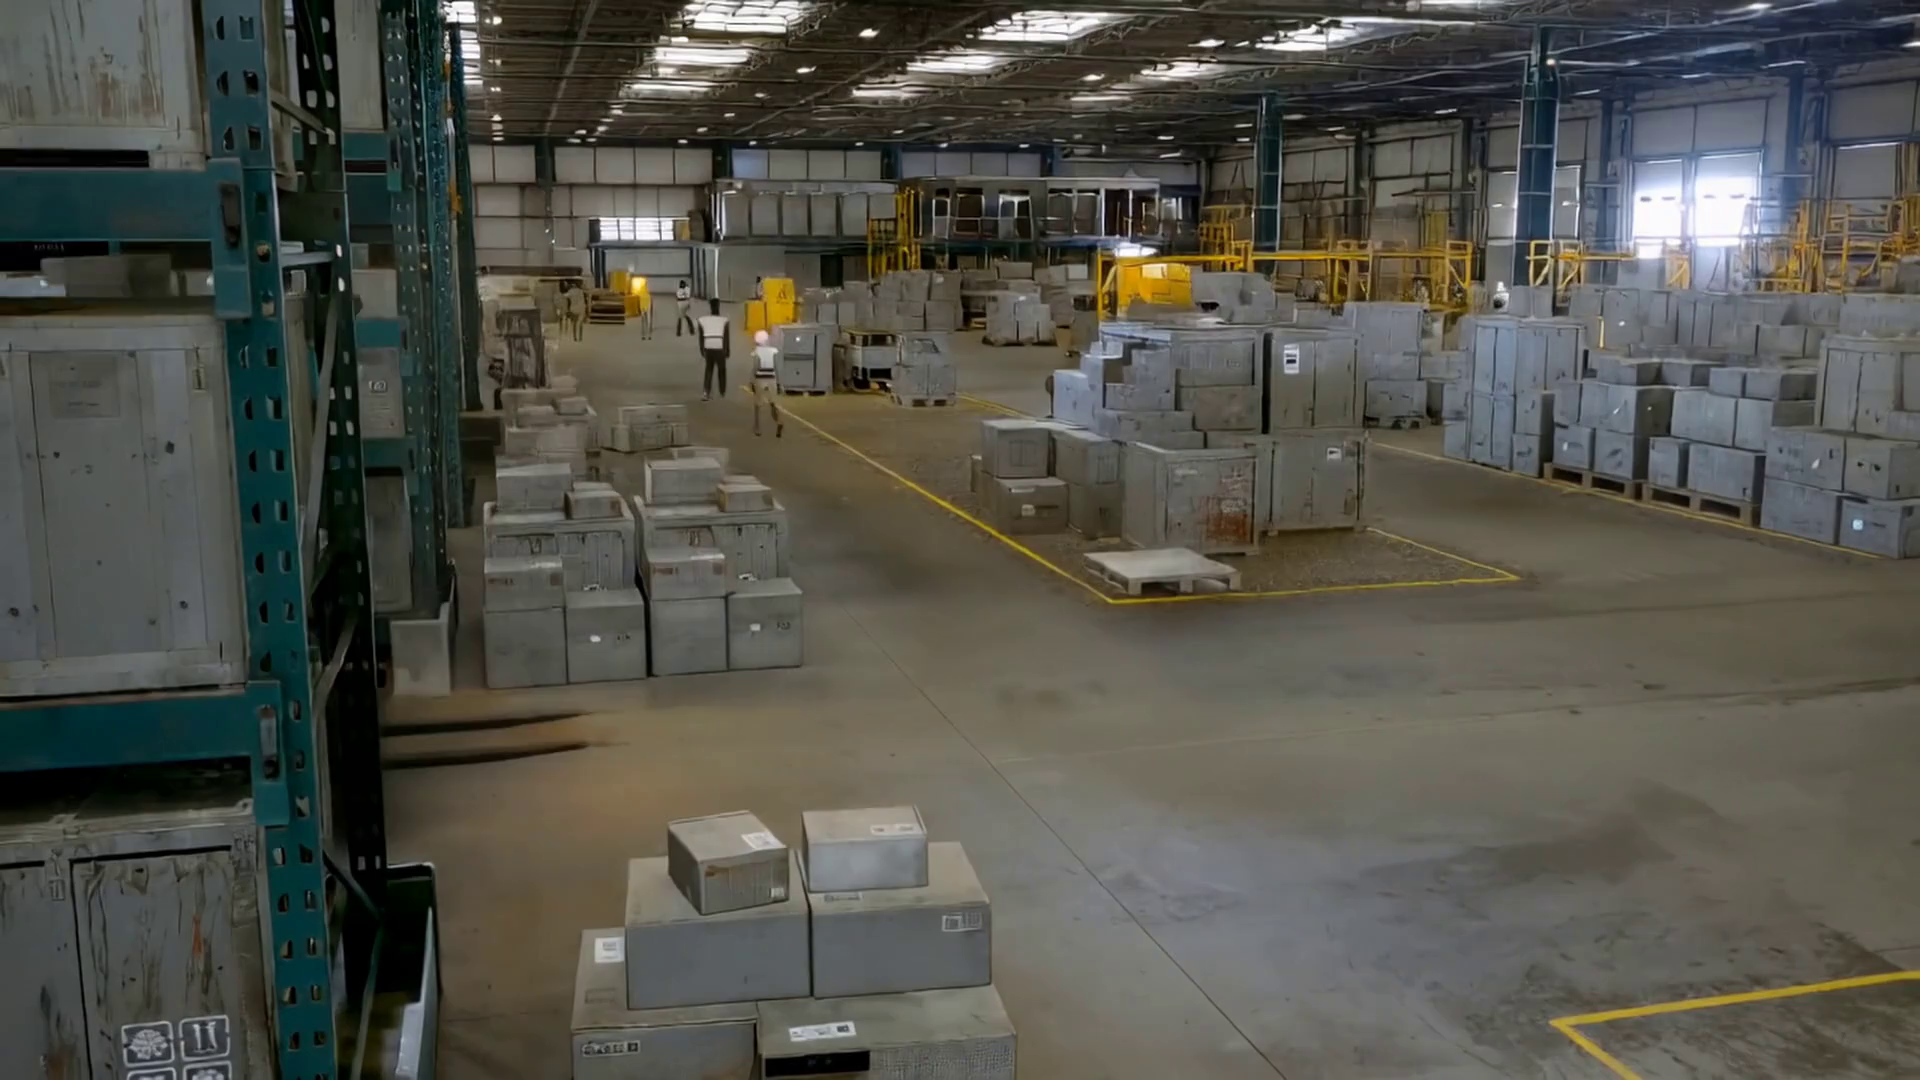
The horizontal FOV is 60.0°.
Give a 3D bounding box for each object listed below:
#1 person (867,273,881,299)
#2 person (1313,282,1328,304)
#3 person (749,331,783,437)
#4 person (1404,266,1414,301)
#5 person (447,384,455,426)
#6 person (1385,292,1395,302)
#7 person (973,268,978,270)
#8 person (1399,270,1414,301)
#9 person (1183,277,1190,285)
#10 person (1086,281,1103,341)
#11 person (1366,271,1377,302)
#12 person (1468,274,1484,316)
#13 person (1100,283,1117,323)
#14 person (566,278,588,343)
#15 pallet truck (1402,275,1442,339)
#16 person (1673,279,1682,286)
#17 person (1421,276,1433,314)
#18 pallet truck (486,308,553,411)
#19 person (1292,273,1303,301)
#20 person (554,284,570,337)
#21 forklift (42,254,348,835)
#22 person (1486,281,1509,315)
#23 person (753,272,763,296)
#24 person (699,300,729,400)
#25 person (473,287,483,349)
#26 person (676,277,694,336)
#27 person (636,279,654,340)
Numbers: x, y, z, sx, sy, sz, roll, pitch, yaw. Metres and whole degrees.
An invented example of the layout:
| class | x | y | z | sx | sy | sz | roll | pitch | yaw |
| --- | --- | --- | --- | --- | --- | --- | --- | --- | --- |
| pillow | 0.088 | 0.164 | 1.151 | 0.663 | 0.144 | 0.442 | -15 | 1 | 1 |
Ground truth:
| class | x | y | z | sx | sy | sz | roll | pitch | yaw |
| --- | --- | --- | --- | --- | --- | --- | --- | --- | --- |
| person | -3.129 | -8.695 | 60.131 | 0.593 | 1.920 | 0.391 | -9 | 13 | -41 |
| person | 11.984 | -7.729 | 55.317 | 0.533 | 1.690 | 0.321 | 7 | 12 | 35 |
| person | -2.903 | -2.329 | 24.933 | 0.517 | 1.615 | 0.664 | -5 | 11 | -25 |
| person | 21.349 | -12.018 | 78.863 | 0.637 | 1.937 | 1.060 | -7 | 12 | -34 |
| person | -6.339 | -1.584 | 20.085 | 0.429 | 1.845 | 0.621 | 7 | 12 | 36 |
| person | 9.531 | -4.614 | 37.240 | 0.581 | 1.843 | 0.929 | -3 | 11 | -18 |
| person | 0.723 | -11.727 | 77.404 | 0.355 | 1.883 | 0.573 | -1 | 10 | -5 |
| person | 19.741 | -11.027 | 73.606 | 0.639 | 1.830 | 0.429 | -4 | 11 | -20 |
| person | 8.530 | -9.066 | 62.797 | 0.488 | 1.723 | 0.590 | 5 | 11 | 25 |
| person | 4.090 | -6.842 | 49.914 | 0.543 | 1.816 | 0.979 | -8 | 13 | -38 |
| person | 16.019 | -9.572 | 65.149 | 0.952 | 1.912 | 0.624 | 5 | 11 | 25 |
| person | 18.684 | -8.707 | 60.341 | 0.595 | 1.880 | 1.002 | 1 | 10 | 8 |
| person | 4.335 | -6.642 | 48.873 | 0.522 | 1.809 | 0.896 | 2 | 10 | 11 |
| person | -11.414 | -6.837 | 49.584 | 0.605 | 1.938 | 0.857 | -2 | 10 | -13 |
| pallet truck | 14.620 | -7.324 | 52.145 | 0.823 | 1.965 | 1.885 | 8 | 13 | 40 |
| person | 20.946 | -6.679 | 48.733 | 0.561 | 1.915 | 0.416 | -1 | 10 | -4 |
| person | 15.150 | -7.623 | 54.006 | 0.351 | 1.936 | 0.634 | 6 | 12 | 33 |
| pallet truck | -6.242 | -2.418 | 24.362 | 0.823 | 1.965 | 1.885 | 1 | 10 | 3 |
| person | 13.268 | -9.589 | 65.413 | 0.429 | 1.843 | 0.627 | 1 | 10 | 7 |
| person | -12.670 | -7.321 | 53.004 | 0.533 | 1.694 | 0.320 | 1 | 10 | 3 |
| forklift | -3.994 | 0.016 | 8.085 | 1.873 | 2.768 | 1.129 | -3 | 10 | -15 |
| person | 15.090 | -6.324 | 46.741 | 0.621 | 1.900 | 0.499 | 4 | 11 | 24 |
| person | -7.661 | -9.268 | 63.455 | 0.553 | 1.900 | 0.988 | -7 | 12 | -33 |
| person | -4.649 | -3.589 | 31.379 | 0.605 | 1.868 | 1.000 | 1 | 10 | 6 |
| person | -13.106 | -6.007 | 44.566 | 0.536 | 2.000 | 0.679 | 3 | 10 | 17 |
| person | -8.903 | -7.572 | 53.862 | 0.555 | 1.901 | 0.957 | 3 | 11 | 18 |
| person | -9.668 | -7.059 | 51.013 | 0.533 | 1.866 | 0.315 | -3 | 10 | -15 |
